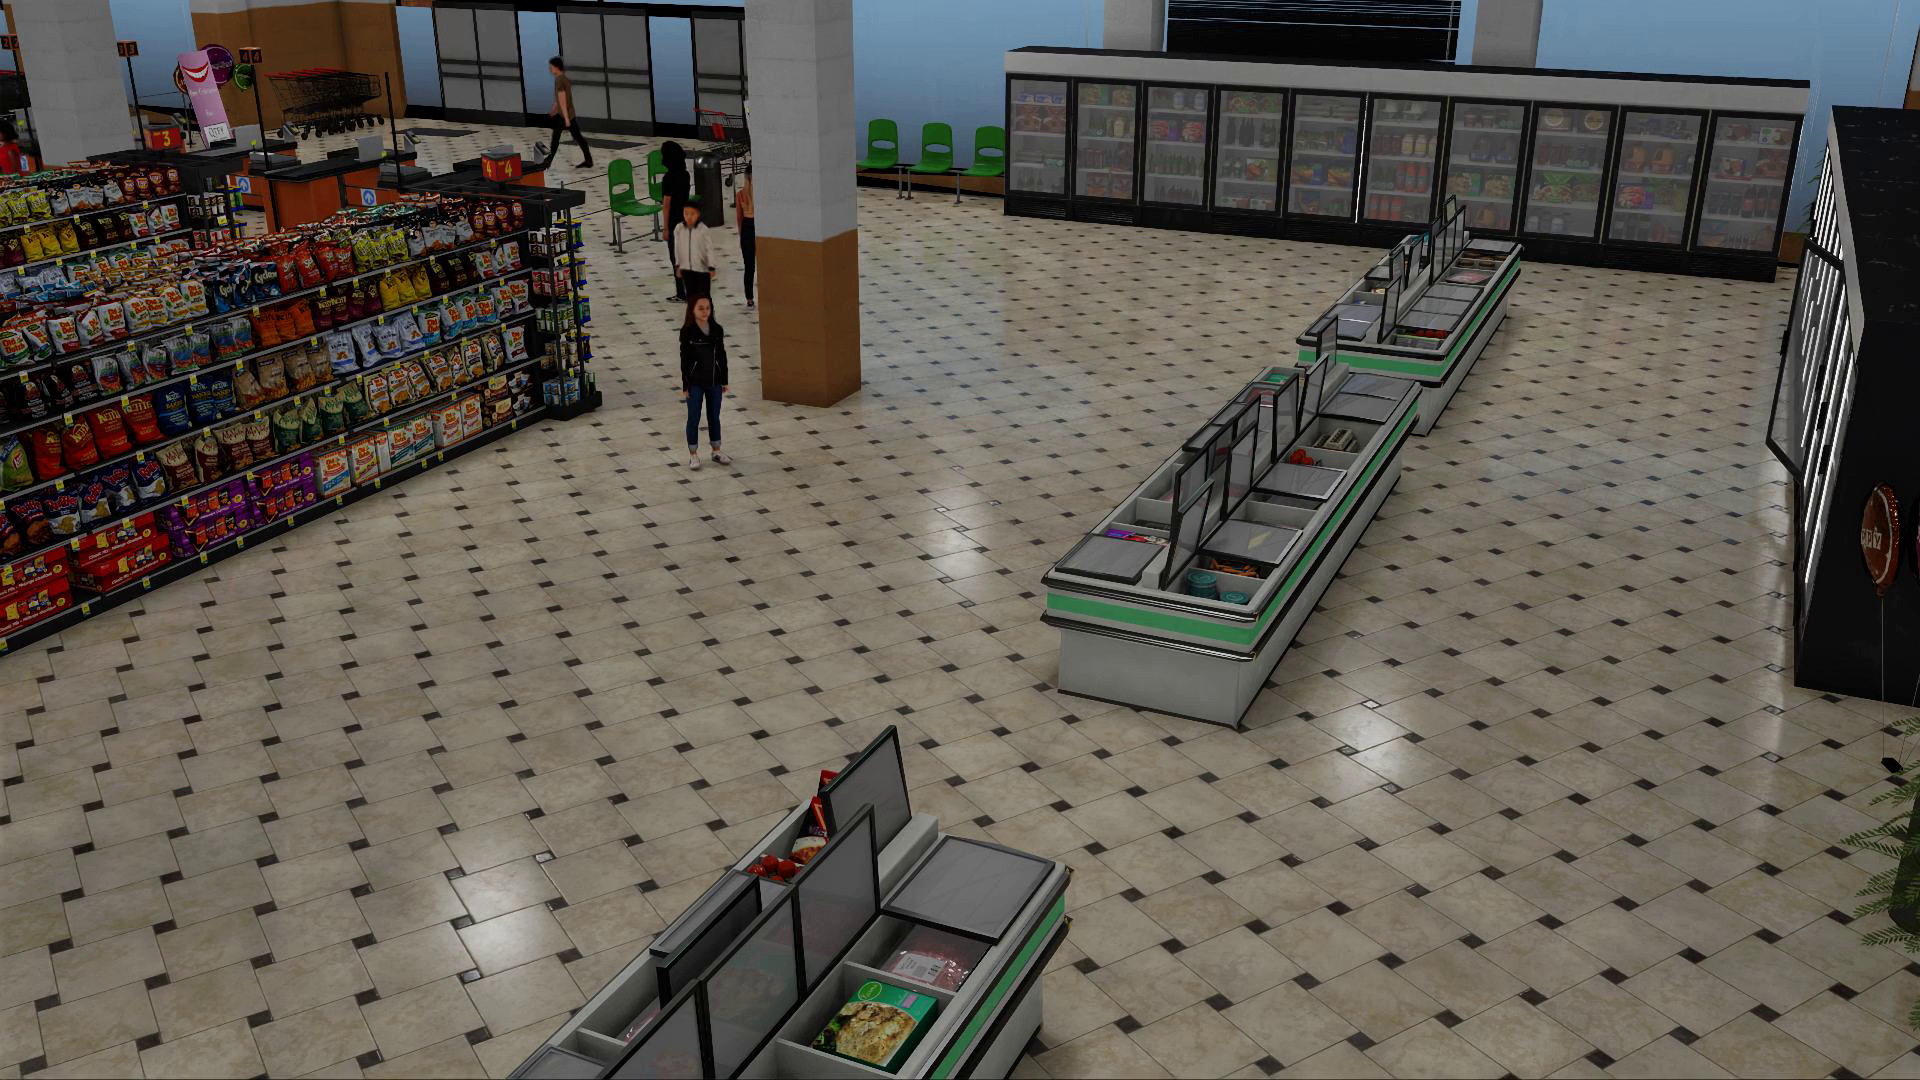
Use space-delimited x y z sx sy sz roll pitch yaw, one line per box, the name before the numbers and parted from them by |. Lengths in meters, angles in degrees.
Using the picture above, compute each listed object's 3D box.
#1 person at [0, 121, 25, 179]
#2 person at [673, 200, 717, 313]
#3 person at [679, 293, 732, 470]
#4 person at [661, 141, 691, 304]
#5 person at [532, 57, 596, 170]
person | -11.879 -4.438 21.170 1.122 1.715 0.829 -20 30 -41
person | -2.800 -2.917 17.751 0.702 1.443 0.799 4 22 9
person | -2.124 -1.326 13.738 0.599 1.481 0.688 -12 25 -27
person | -3.222 -3.641 19.040 0.671 1.824 0.456 9 24 22
person | -6.382 -6.956 27.332 1.067 1.792 1.268 1 22 3
